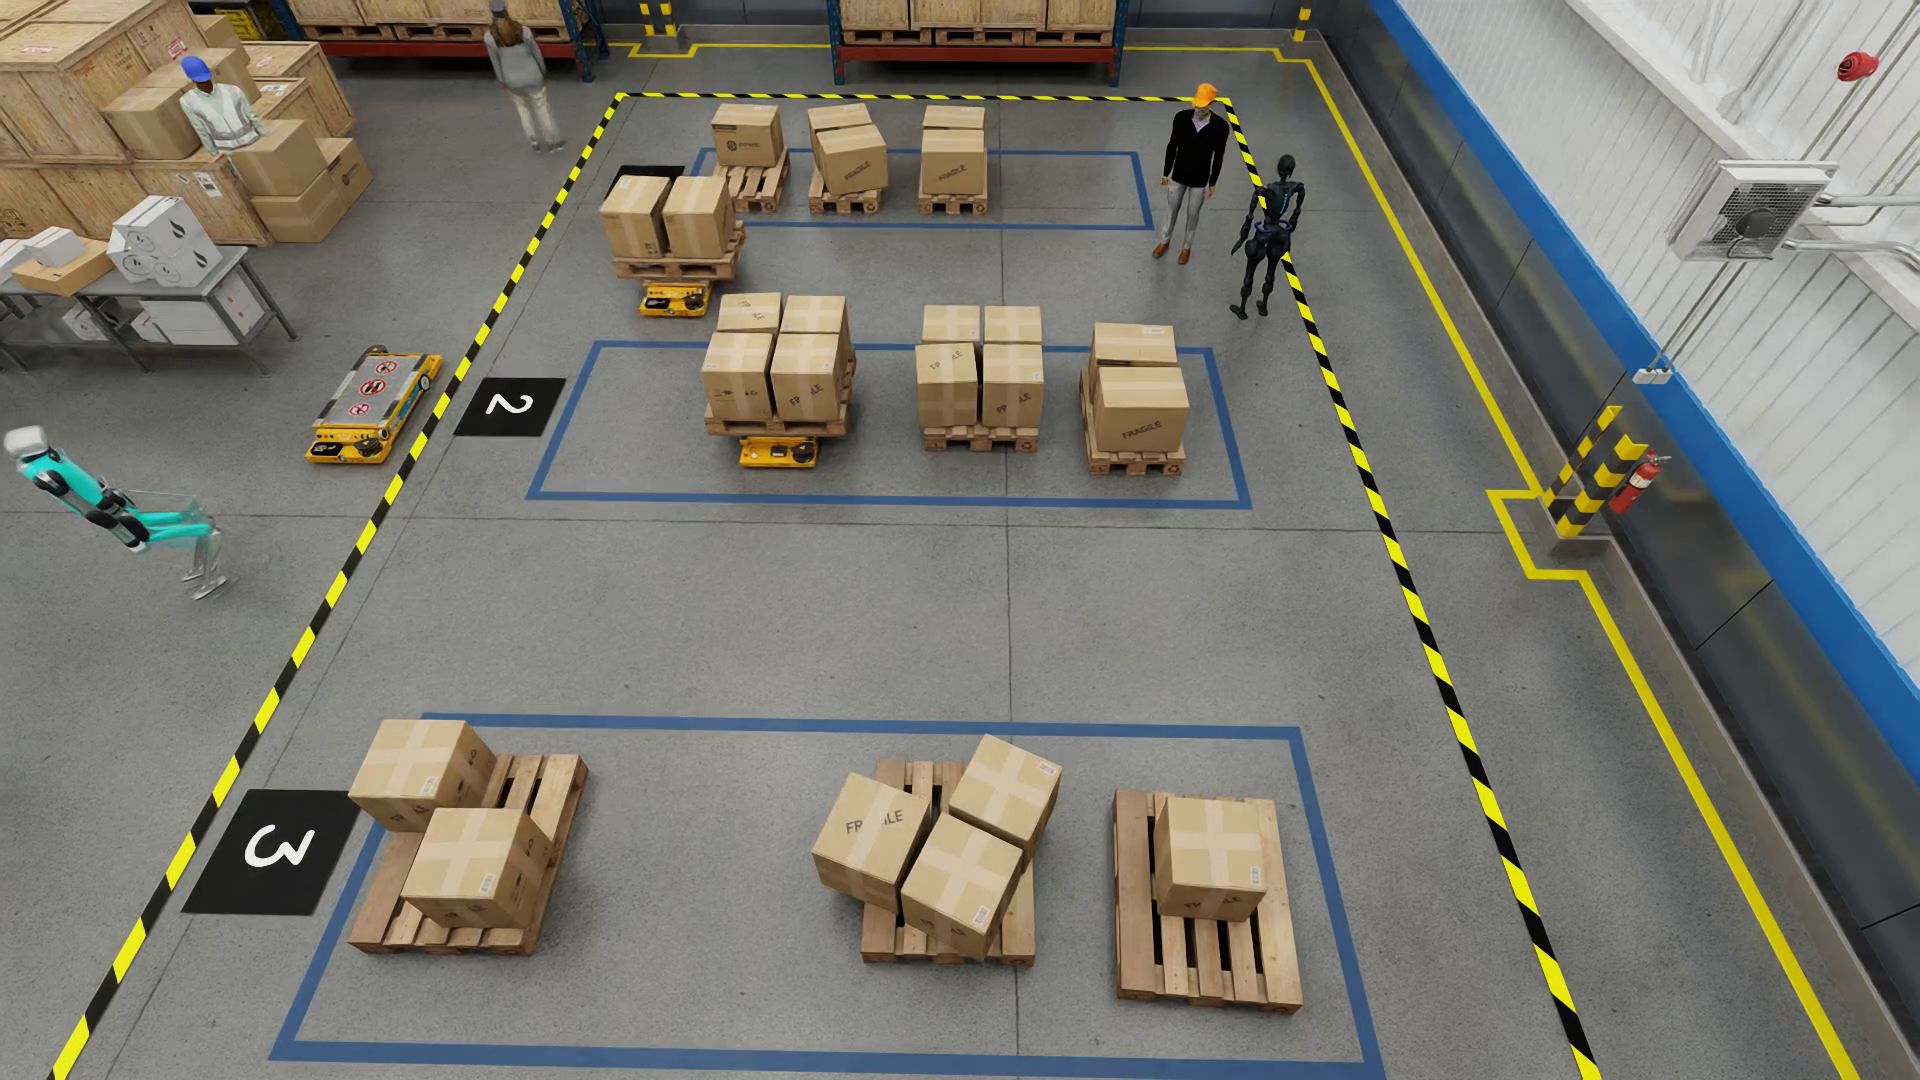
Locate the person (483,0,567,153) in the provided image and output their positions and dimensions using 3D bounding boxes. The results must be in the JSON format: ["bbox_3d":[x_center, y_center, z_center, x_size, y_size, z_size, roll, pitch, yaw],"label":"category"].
[{"bbox_3d":[-5.305,-5.618,11.136,0.572,1.768,0.399,-13,51,-11],"label":"person"}]

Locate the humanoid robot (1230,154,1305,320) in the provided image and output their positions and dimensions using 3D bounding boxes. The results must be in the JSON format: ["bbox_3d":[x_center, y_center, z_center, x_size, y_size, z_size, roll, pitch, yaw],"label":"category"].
[{"bbox_3d":[2.978,-2.928,8.913,0.599,1.655,0.315,-7,50,-6],"label":"humanoid robot"}]

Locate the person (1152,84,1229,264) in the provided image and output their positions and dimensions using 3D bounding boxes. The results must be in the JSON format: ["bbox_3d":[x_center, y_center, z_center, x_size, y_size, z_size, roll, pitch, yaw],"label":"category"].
[{"bbox_3d":[2.376,-3.759,9.493,0.591,1.884,0.376,22,53,17],"label":"person"}]

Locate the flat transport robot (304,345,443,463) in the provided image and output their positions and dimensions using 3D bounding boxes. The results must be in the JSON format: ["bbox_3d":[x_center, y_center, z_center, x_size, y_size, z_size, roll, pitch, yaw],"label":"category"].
[{"bbox_3d":[-5.383,-1.269,8.441,0.659,0.231,1.431,1,50,1],"label":"flat transport robot"}]

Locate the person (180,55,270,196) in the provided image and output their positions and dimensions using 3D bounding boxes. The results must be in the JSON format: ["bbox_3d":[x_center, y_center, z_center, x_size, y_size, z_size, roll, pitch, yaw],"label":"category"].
[{"bbox_3d":[-7.663,-4.171,9.805,0.604,1.939,0.412,-32,57,-24],"label":"person"}]

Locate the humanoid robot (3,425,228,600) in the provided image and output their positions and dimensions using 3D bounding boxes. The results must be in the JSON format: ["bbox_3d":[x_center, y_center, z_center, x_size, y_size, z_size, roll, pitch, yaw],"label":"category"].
[{"bbox_3d":[-5.794,-0.247,6.526,0.735,1.677,0.533,-36,58,-26],"label":"humanoid robot"}]

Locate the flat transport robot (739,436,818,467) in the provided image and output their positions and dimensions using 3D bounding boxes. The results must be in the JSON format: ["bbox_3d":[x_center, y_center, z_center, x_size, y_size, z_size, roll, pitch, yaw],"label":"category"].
[{"bbox_3d":[-1.582,-1.235,8.394,0.652,0.197,1.431,1,50,1],"label":"flat transport robot"}]

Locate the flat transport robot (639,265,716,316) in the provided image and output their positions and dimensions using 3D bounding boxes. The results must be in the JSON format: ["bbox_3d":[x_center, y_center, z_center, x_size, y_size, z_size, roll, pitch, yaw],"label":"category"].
[{"bbox_3d":[-2.943,-2.906,9.808,0.652,0.197,1.431,1,50,1],"label":"flat transport robot"}]
